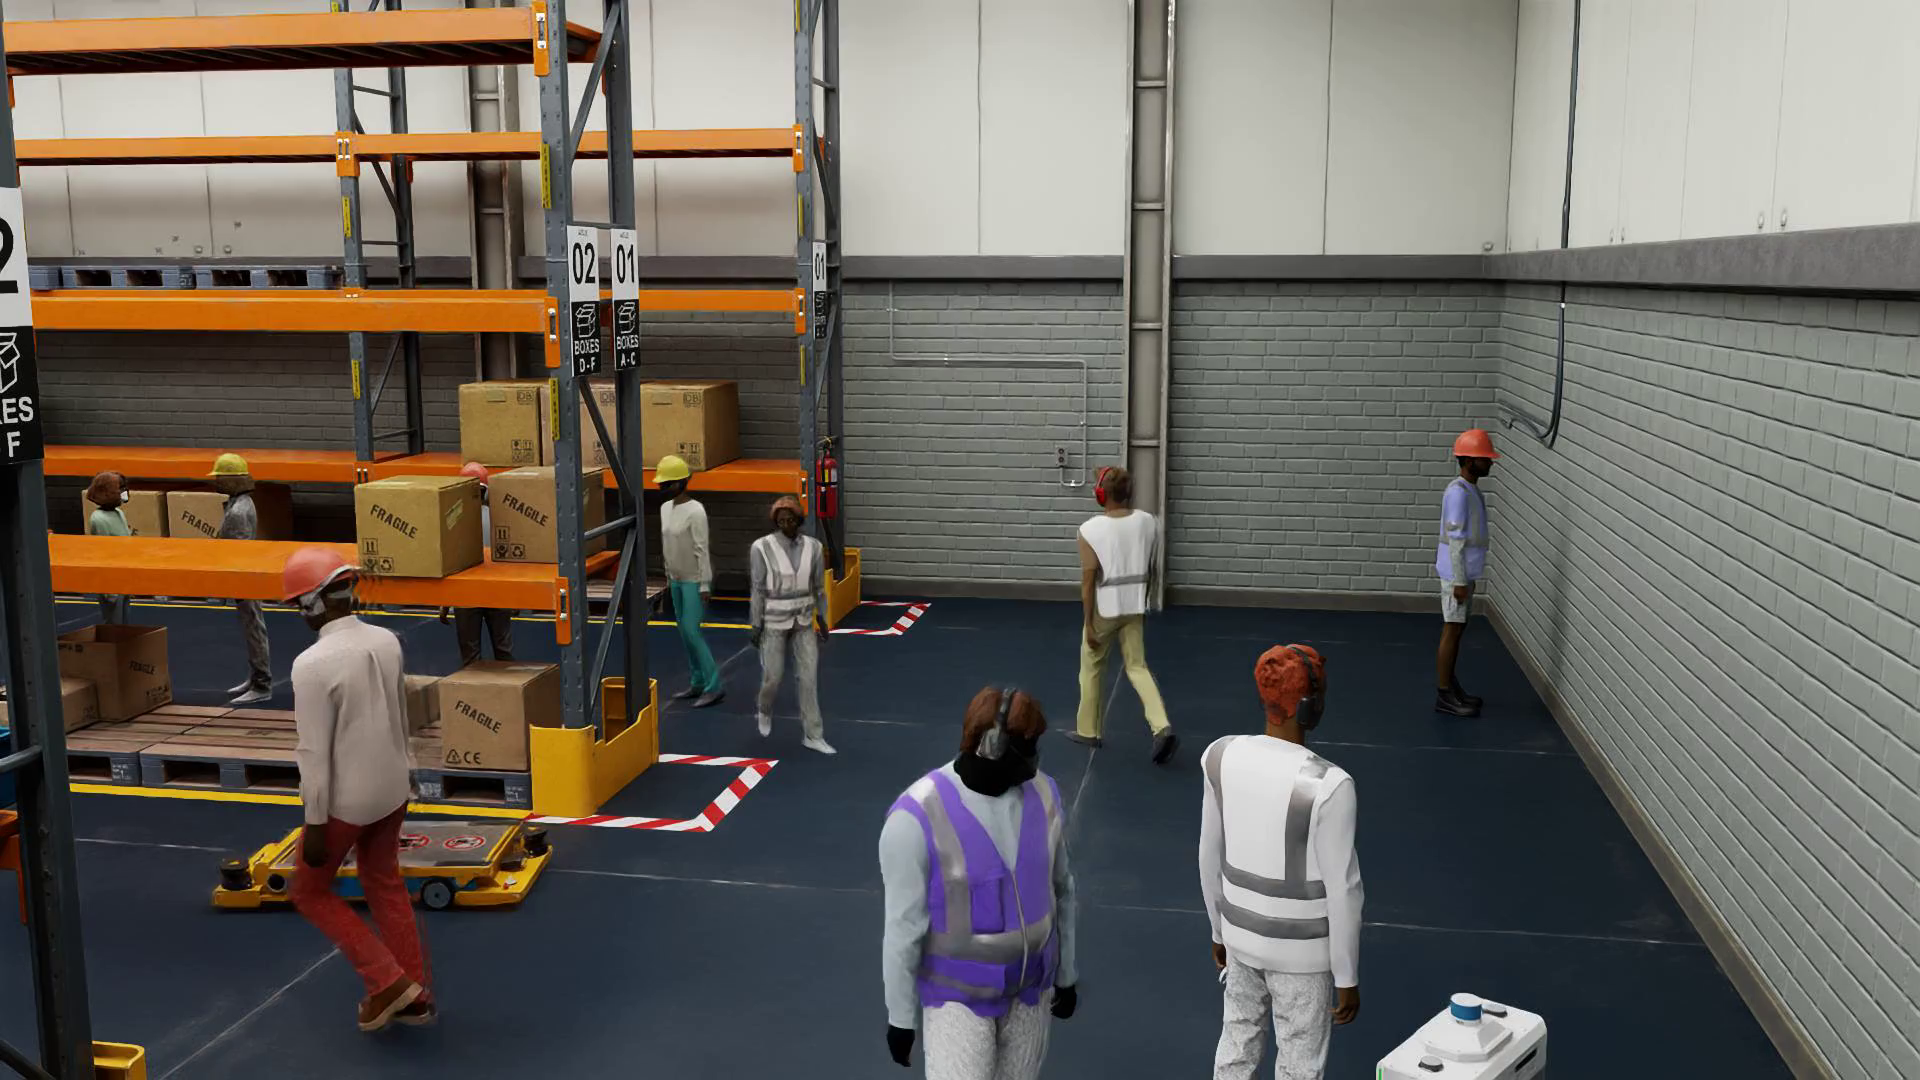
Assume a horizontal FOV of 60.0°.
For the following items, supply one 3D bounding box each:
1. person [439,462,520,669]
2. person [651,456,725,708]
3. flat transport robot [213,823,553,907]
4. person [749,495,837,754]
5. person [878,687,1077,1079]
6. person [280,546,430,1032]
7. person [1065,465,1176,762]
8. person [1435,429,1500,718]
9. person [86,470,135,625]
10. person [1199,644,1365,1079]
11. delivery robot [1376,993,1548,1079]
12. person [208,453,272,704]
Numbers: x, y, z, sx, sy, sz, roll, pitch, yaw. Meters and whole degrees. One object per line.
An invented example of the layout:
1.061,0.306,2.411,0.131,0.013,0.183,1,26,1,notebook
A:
-3.150,0.363,10.918,0.561,1.753,0.327,-6,11,-32,person
-1.897,0.284,11.461,0.437,1.738,0.534,-8,12,-40,person
-2.768,1.562,8.065,1.431,0.197,0.652,0,9,-1,flat transport robot
-1.075,0.519,10.332,0.554,1.629,0.523,-7,11,-35,person
0.106,1.324,4.877,0.676,1.791,0.702,-6,11,-32,person
-2.354,0.990,6.439,0.498,1.942,0.672,3,10,16,person
0.991,0.450,10.227,0.570,1.816,0.863,-5,10,-26,person
3.425,0.215,11.267,0.371,1.939,0.543,4,10,25,person
-5.839,0.327,11.516,0.284,1.633,0.500,-2,9,-13,person
0.981,1.242,5.072,0.356,1.883,0.574,-8,12,-40,person
1.696,1.772,5.599,0.477,0.478,0.707,8,12,40,delivery robot
-5.003,0.265,11.556,0.314,1.744,0.487,-4,10,-22,person
